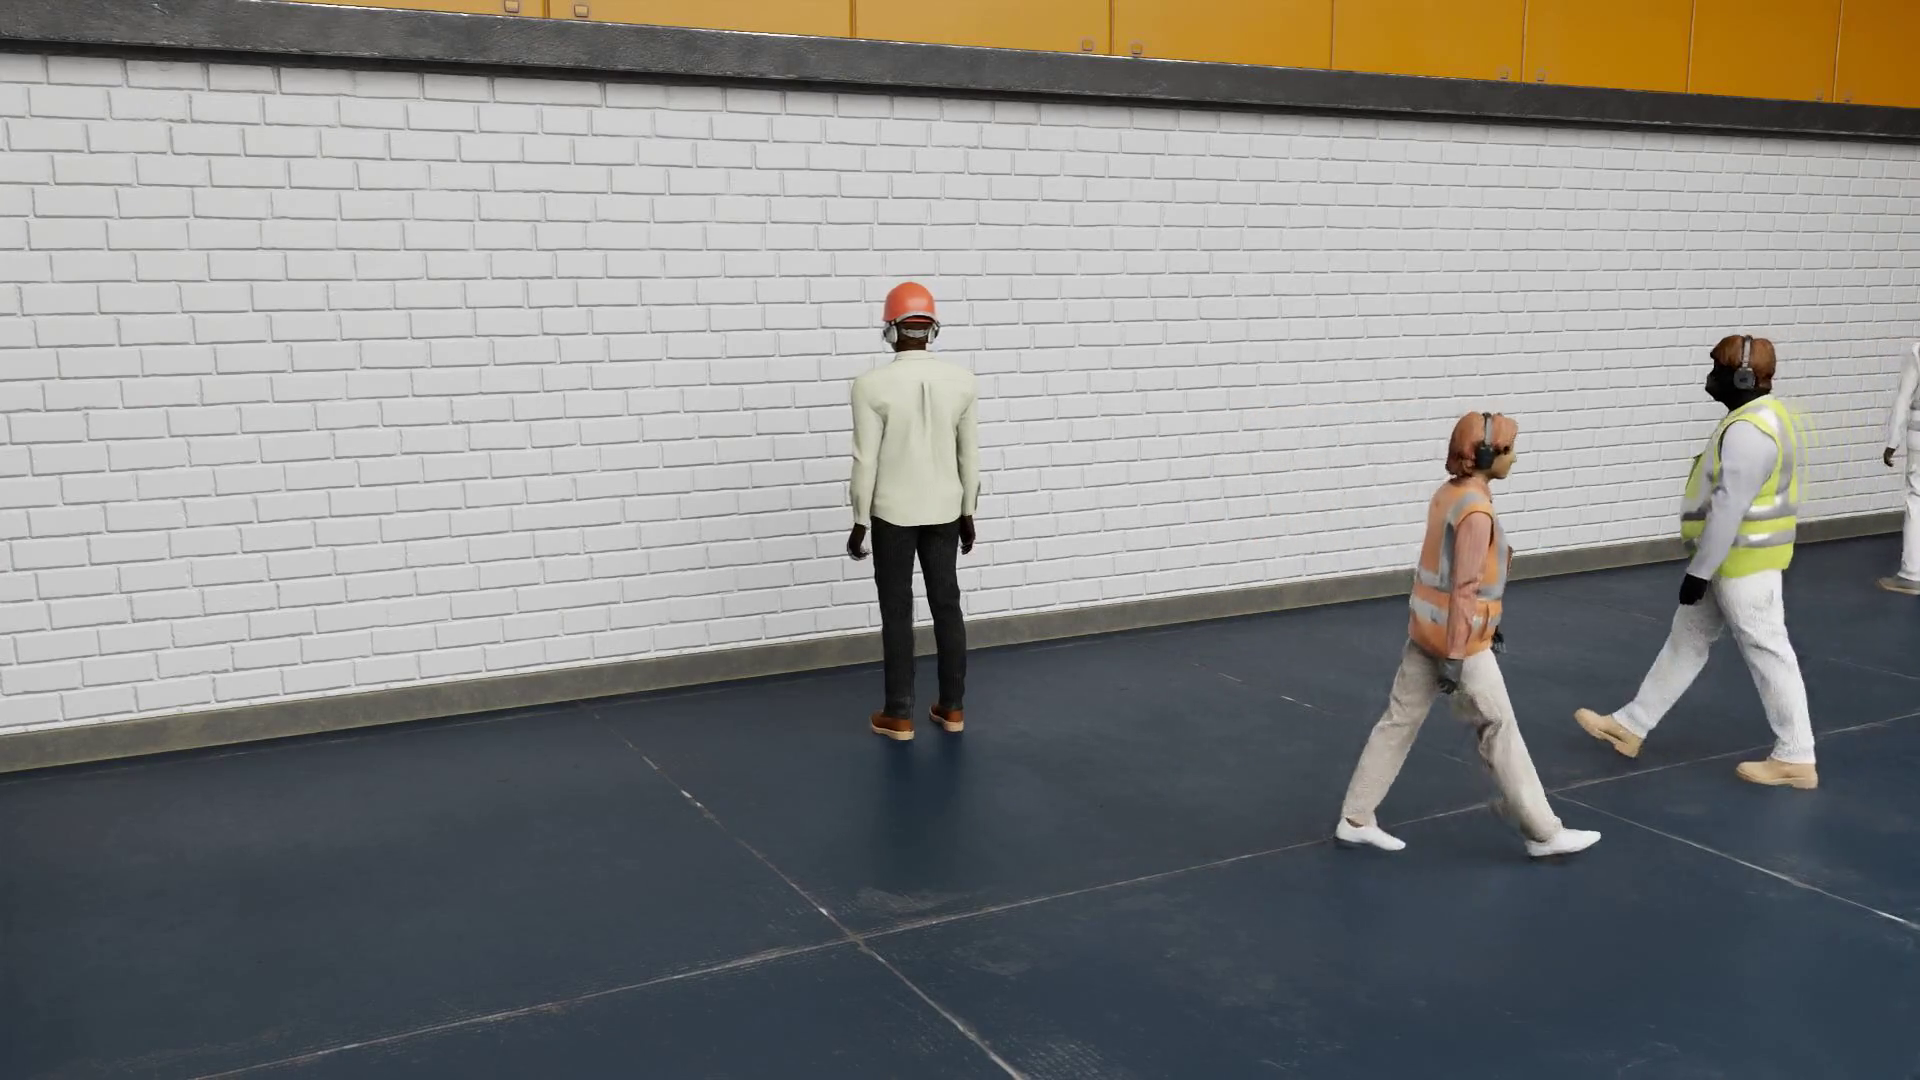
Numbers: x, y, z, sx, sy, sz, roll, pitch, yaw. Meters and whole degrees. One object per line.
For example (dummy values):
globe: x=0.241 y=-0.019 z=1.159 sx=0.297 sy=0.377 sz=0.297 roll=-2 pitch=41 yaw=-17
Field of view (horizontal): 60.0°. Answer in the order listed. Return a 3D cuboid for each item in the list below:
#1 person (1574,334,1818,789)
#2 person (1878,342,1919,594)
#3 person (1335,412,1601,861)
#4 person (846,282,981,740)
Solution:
person: x=3.041 y=0.078 z=6.699 sx=0.954 sy=1.794 sz=0.640 roll=5 pitch=11 yaw=24
person: x=6.036 y=-0.548 z=10.143 sx=0.710 sy=1.859 sz=0.405 roll=6 pitch=12 yaw=31
person: x=1.754 y=0.344 z=5.774 sx=0.902 sy=1.581 sz=0.511 roll=0 pitch=10 yaw=1
person: x=-0.210 y=-0.122 z=7.312 sx=0.628 sy=1.988 sz=0.409 roll=-5 pitch=11 yaw=-27
